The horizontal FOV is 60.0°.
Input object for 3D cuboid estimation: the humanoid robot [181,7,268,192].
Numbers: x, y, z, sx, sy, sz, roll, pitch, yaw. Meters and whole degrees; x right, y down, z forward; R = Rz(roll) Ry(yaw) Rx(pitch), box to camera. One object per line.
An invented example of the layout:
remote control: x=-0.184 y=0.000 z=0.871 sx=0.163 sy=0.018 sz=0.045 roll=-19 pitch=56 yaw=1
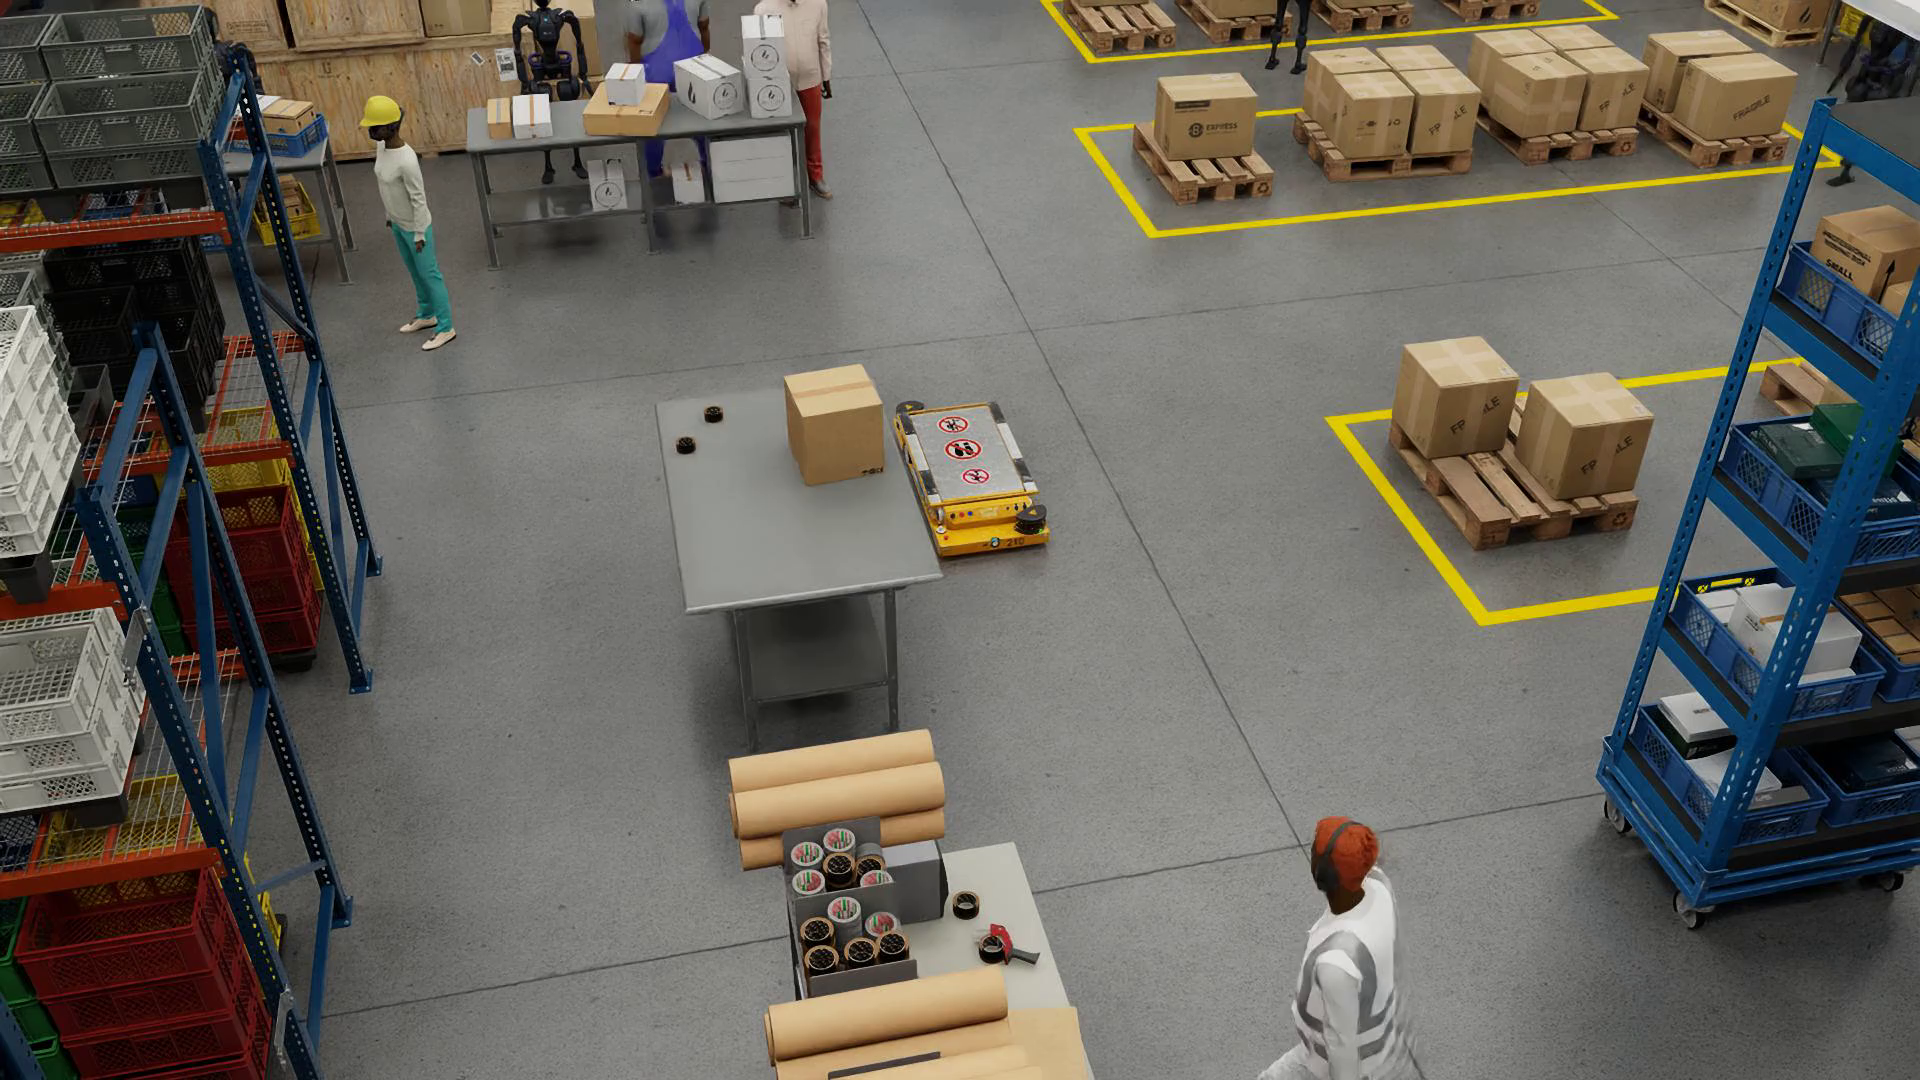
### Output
humanoid robot: x=-5.563 y=-3.241 z=12.716 sx=0.590 sy=1.660 sz=0.327 roll=-14 pitch=39 yaw=-18

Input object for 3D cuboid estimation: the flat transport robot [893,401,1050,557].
flat transport robot: x=0.046 y=-0.430 z=10.108 sx=0.652 sy=0.197 sz=1.431 roll=-8 pitch=37 yaw=-10

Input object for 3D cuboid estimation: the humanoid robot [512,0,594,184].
humanoid robot: x=-3.242 y=-3.683 z=13.311 sx=0.599 sy=1.657 sz=0.315 roll=-10 pitch=38 yaw=-14

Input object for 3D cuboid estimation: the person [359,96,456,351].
person: x=-3.714 y=-2.127 z=11.157 sx=0.311 sy=1.768 sz=0.524 roll=-27 pitch=44 yaw=-31

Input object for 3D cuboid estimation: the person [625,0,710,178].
person: x=-2.293 y=-3.788 z=13.161 sx=0.714 sy=2.000 sz=0.550 roll=-24 pitch=43 yaw=-29

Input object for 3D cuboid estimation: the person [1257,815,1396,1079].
person: x=1.312 y=1.726 z=5.913 sx=0.754 sy=1.843 sz=0.575 roll=20 pitch=41 yaw=25

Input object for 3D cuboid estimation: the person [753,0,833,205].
person: x=-1.280 y=-3.569 z=12.913 sx=0.612 sy=1.987 sz=0.399 roll=-14 pitch=39 yaw=-18

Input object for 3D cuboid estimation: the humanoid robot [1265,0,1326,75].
humanoid robot: x=3.104 y=-5.150 z=15.292 sx=0.580 sy=1.651 sz=0.308 roll=19 pitch=41 yaw=23

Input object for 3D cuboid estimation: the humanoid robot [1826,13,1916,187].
humanoid robot: x=7.316 y=-3.668 z=13.306 sx=0.427 sy=1.648 sz=0.629 roll=-13 pitch=39 yaw=-17
